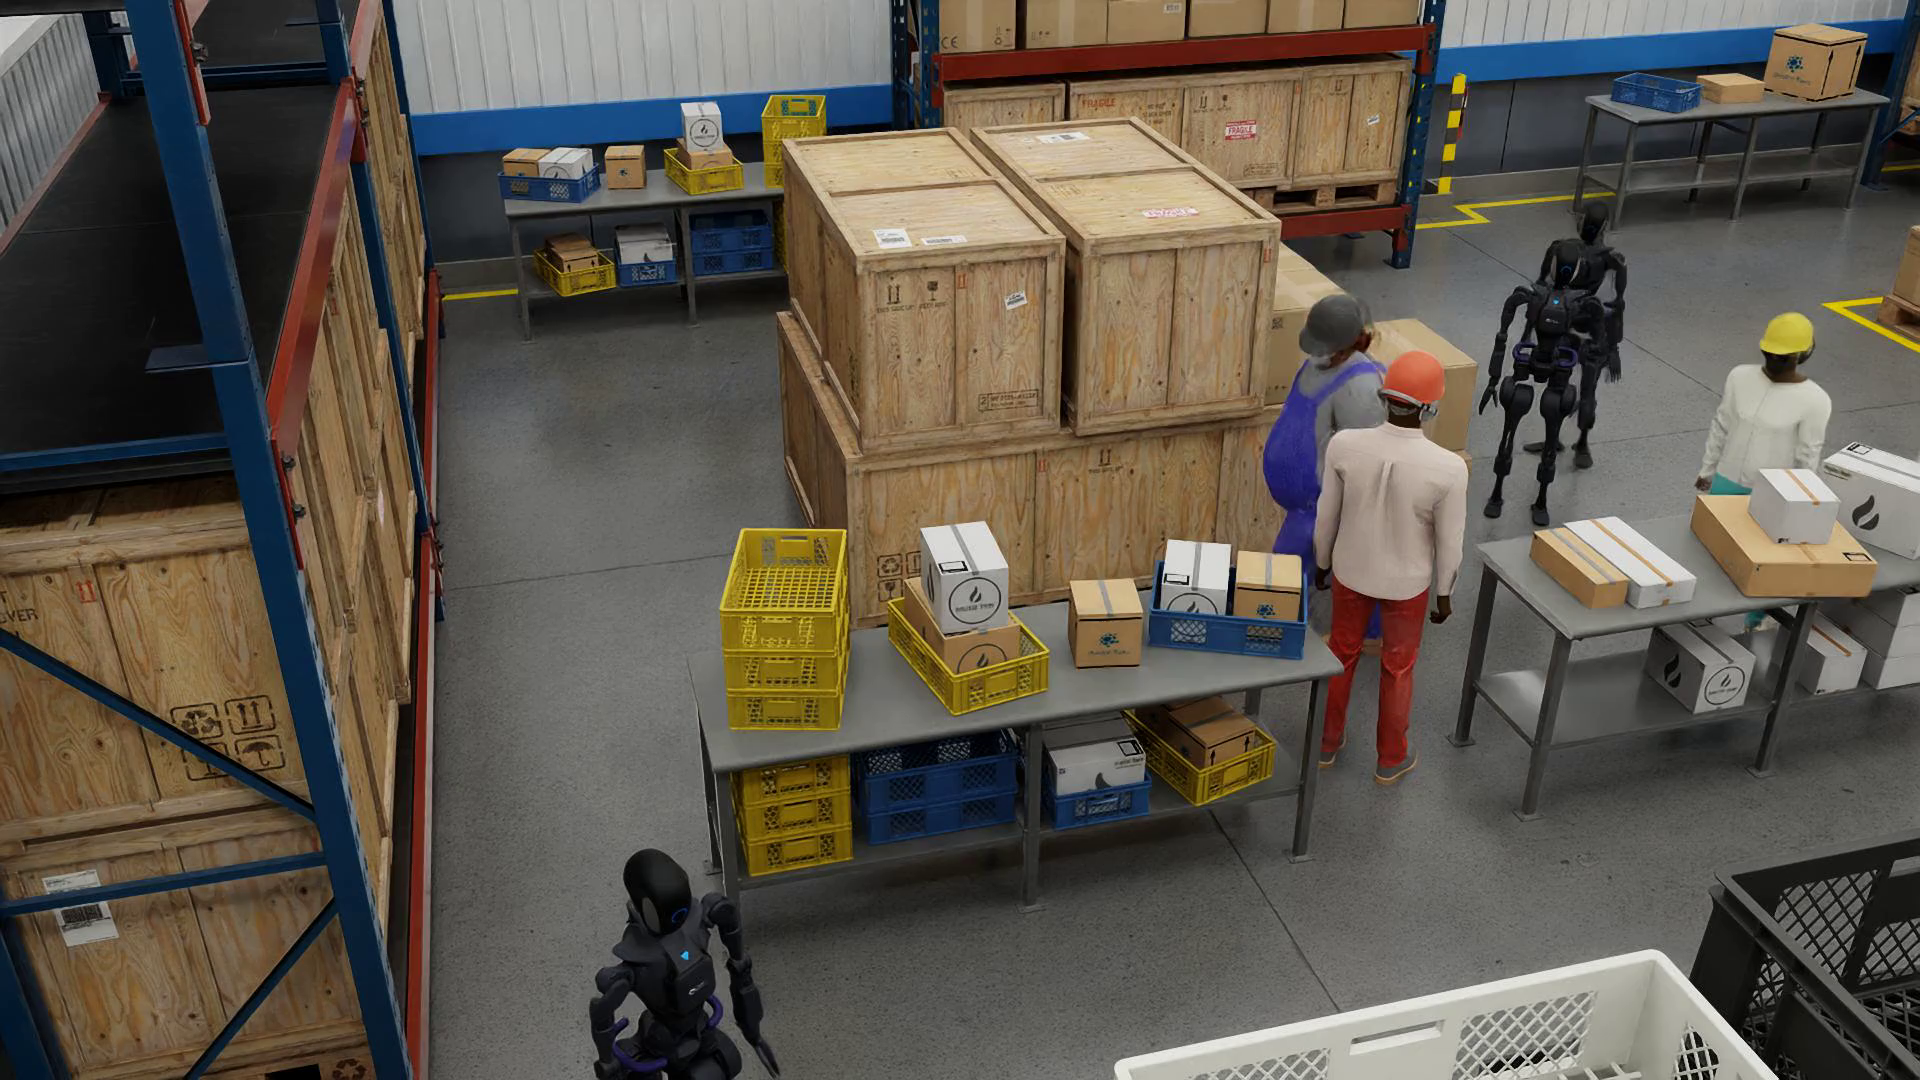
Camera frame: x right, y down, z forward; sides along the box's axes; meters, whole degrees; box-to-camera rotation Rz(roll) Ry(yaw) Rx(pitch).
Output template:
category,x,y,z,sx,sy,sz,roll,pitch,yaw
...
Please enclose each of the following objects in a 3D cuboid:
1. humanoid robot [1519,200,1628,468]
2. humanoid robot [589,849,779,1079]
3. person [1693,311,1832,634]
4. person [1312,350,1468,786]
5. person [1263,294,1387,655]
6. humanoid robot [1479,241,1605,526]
category,x,y,z,sx,sy,sz,roll,pitch,yaw
humanoid robot,3.672,-1.221,9.873,0.418,1.641,0.692,-24,37,-36
humanoid robot,-0.805,1.553,4.839,0.329,1.648,0.592,22,36,34
person,3.844,-0.275,8.076,0.336,1.776,0.528,-21,35,-33
person,1.810,0.134,7.087,0.621,1.991,0.394,15,32,25
person,1.649,-0.299,7.826,1.021,2.000,0.707,1,29,2
humanoid robot,3.205,-0.863,9.220,0.581,1.651,0.327,10,31,18
